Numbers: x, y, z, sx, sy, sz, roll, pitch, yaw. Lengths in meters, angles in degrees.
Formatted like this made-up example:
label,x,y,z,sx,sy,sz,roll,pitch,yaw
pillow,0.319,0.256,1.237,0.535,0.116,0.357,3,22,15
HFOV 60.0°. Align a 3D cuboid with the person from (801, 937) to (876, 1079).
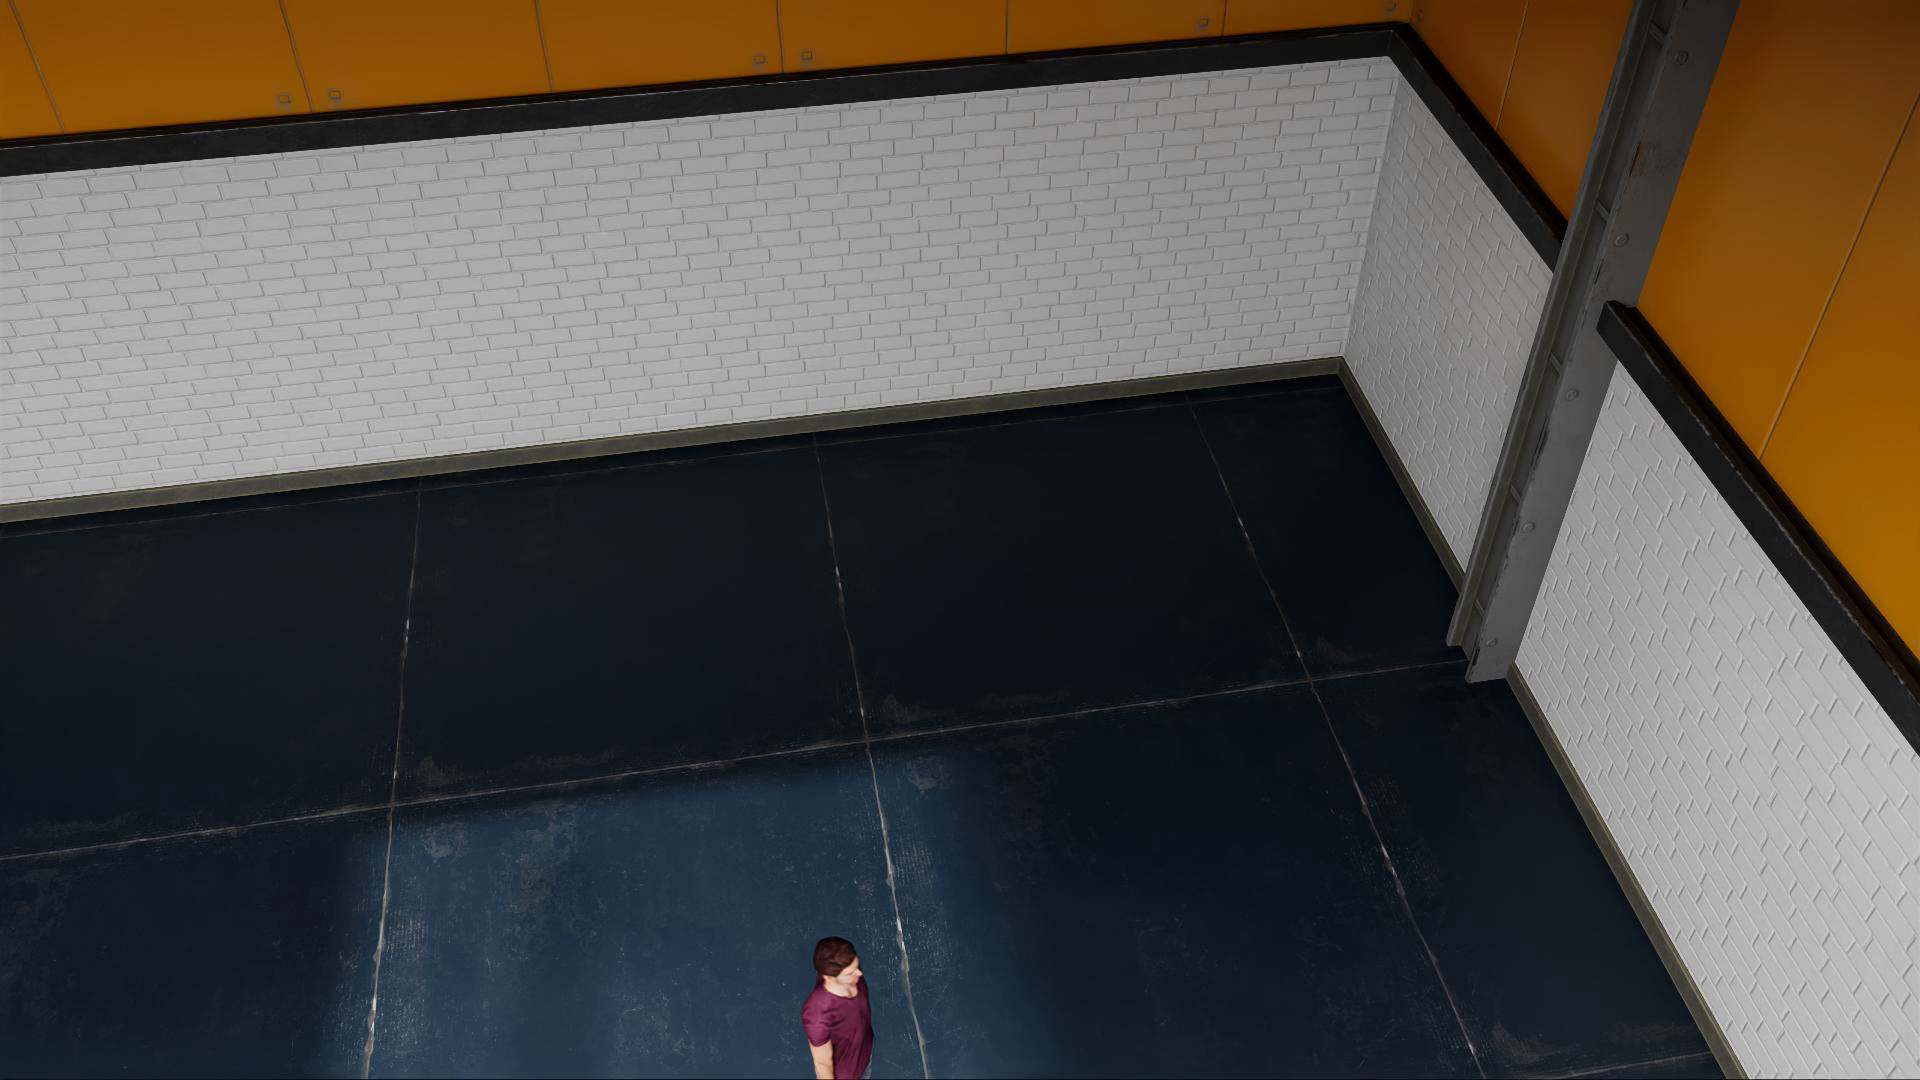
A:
label,x,y,z,sx,sy,sz,roll,pitch,yaw
person,-0.573,2.510,8.171,0.795,1.854,0.649,10,44,10
